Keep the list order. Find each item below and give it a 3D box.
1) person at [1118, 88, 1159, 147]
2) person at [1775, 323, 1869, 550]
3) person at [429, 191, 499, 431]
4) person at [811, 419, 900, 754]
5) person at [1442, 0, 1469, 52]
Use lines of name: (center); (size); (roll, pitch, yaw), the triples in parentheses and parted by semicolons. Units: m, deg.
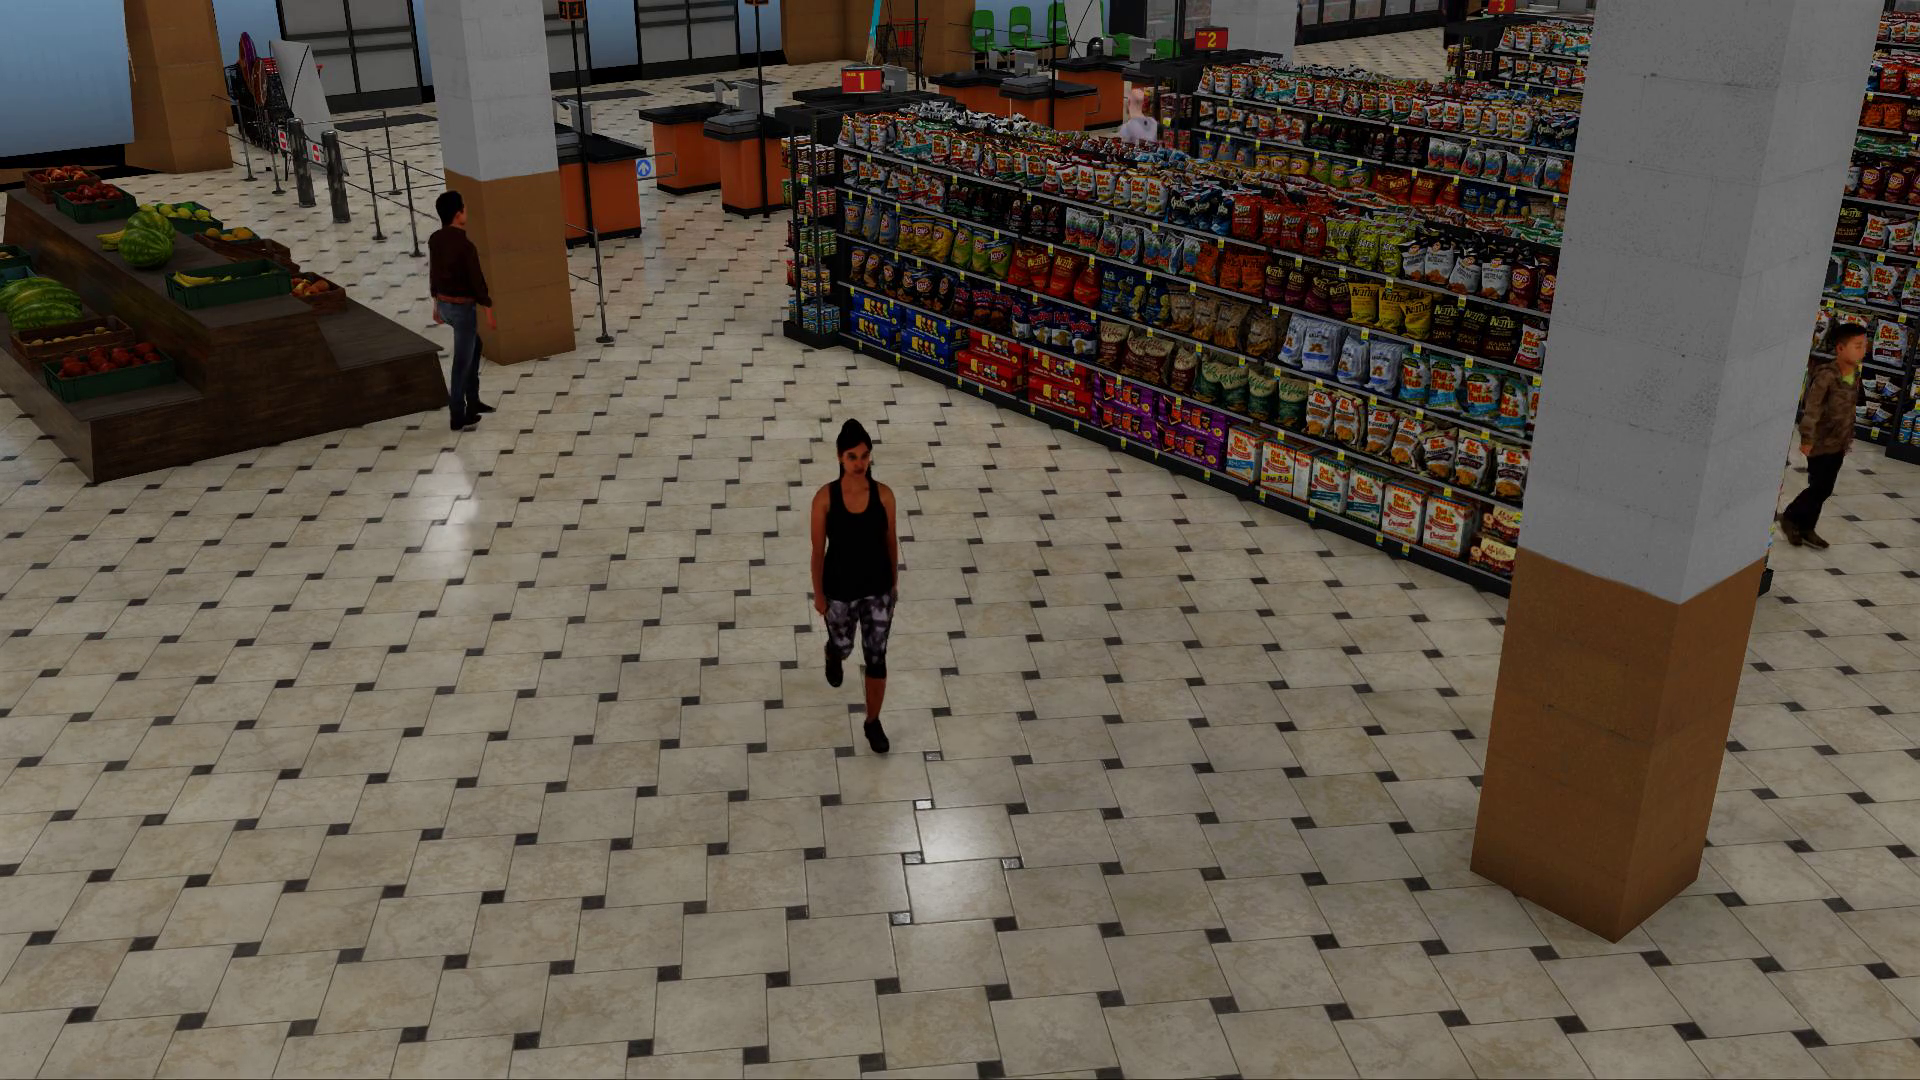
person: (1.790, -3.469, 16.367); (1.235, 1.787, 0.803); (20, 31, 38)
person: (5.333, -0.654, 10.351); (0.616, 1.451, 0.625); (-13, 27, -28)
person: (-3.763, -1.655, 12.252); (0.671, 1.762, 0.785); (18, 29, 35)
person: (-0.527, 0.197, 8.172); (0.831, 1.641, 1.050); (-7, 25, -16)
person: (9.635, -10.349, 32.316); (0.897, 1.605, 0.949); (4, 24, 8)
